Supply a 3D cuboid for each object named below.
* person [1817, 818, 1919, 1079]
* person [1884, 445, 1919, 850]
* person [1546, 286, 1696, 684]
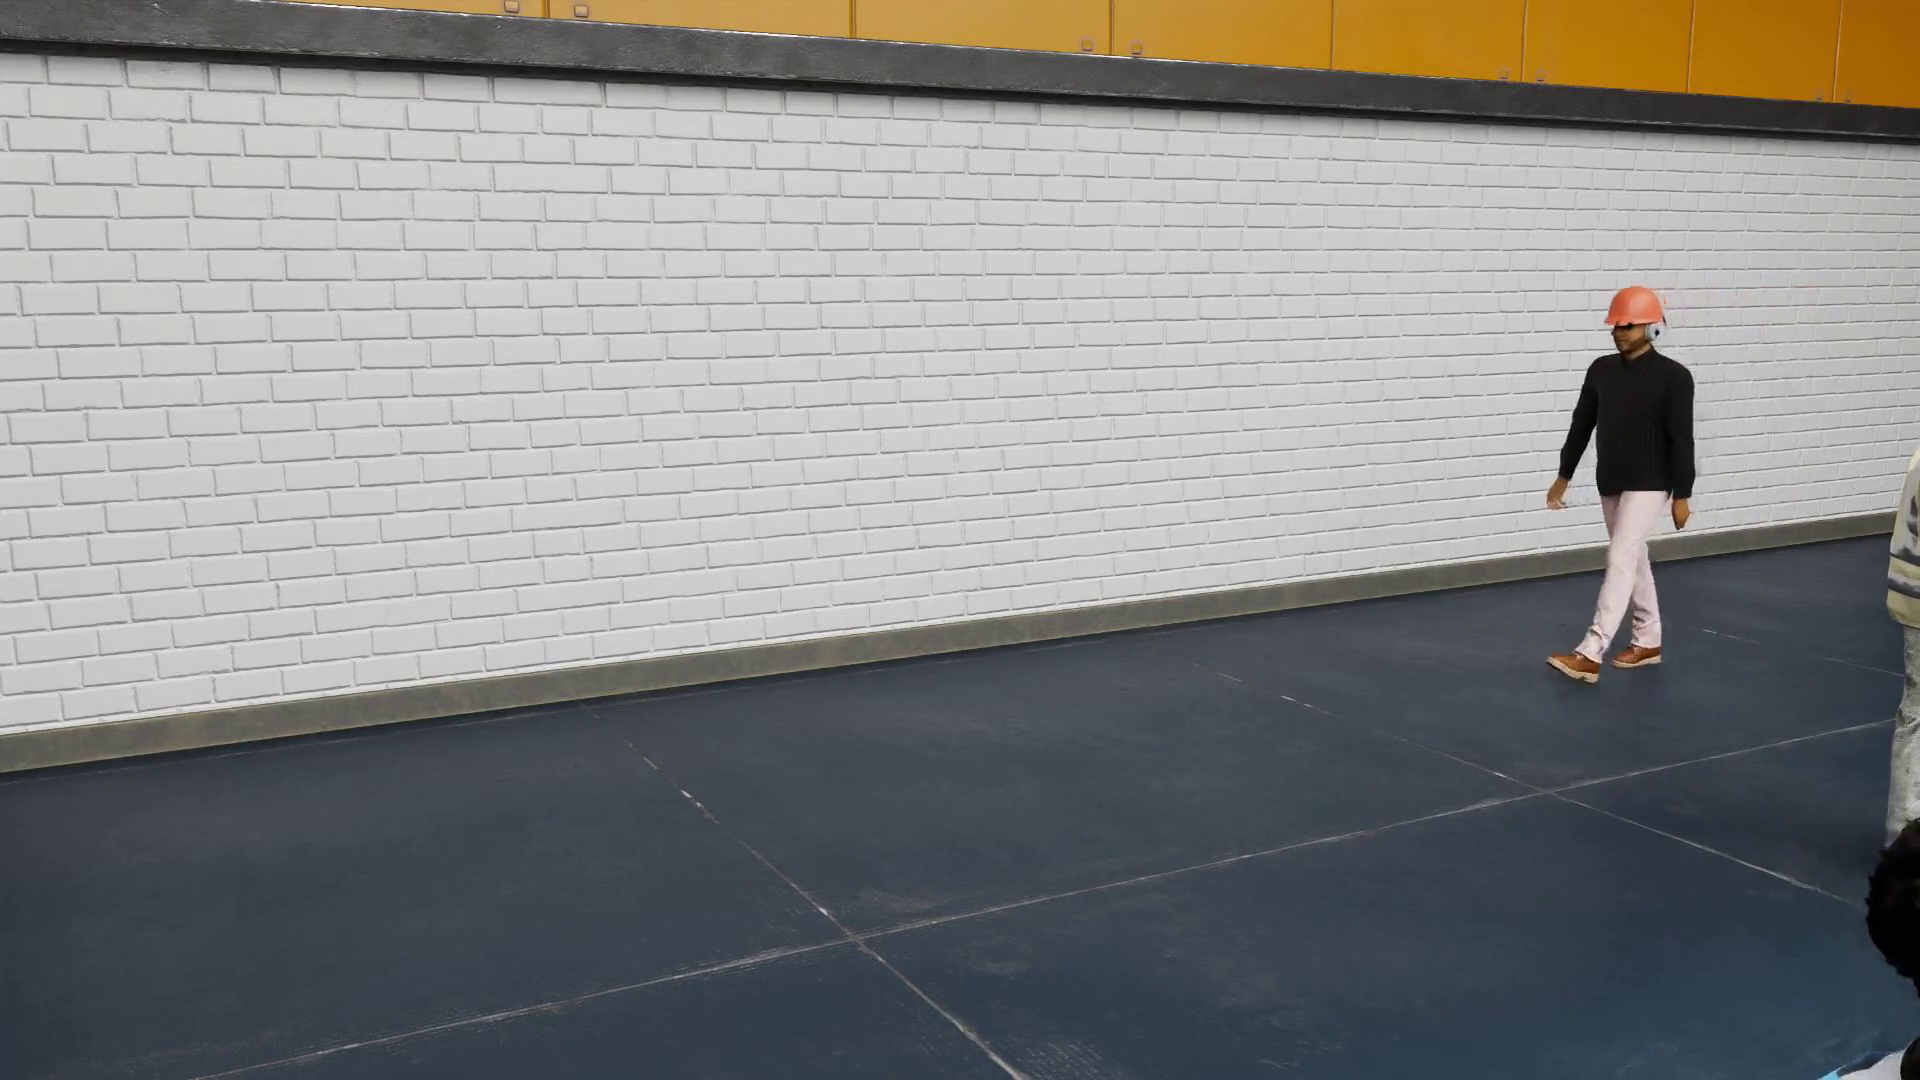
[{"bbox_3d":[0.884,1.019,1.655,0.537,1.672,0.577,-3,10,-15],"label":"person"},{"bbox_3d":[3.374,0.247,5.654,0.402,1.824,0.592,6,11,30],"label":"person"},{"bbox_3d":[3.245,-0.272,8.283,0.988,1.947,0.641,-4,11,-22],"label":"person"}]
